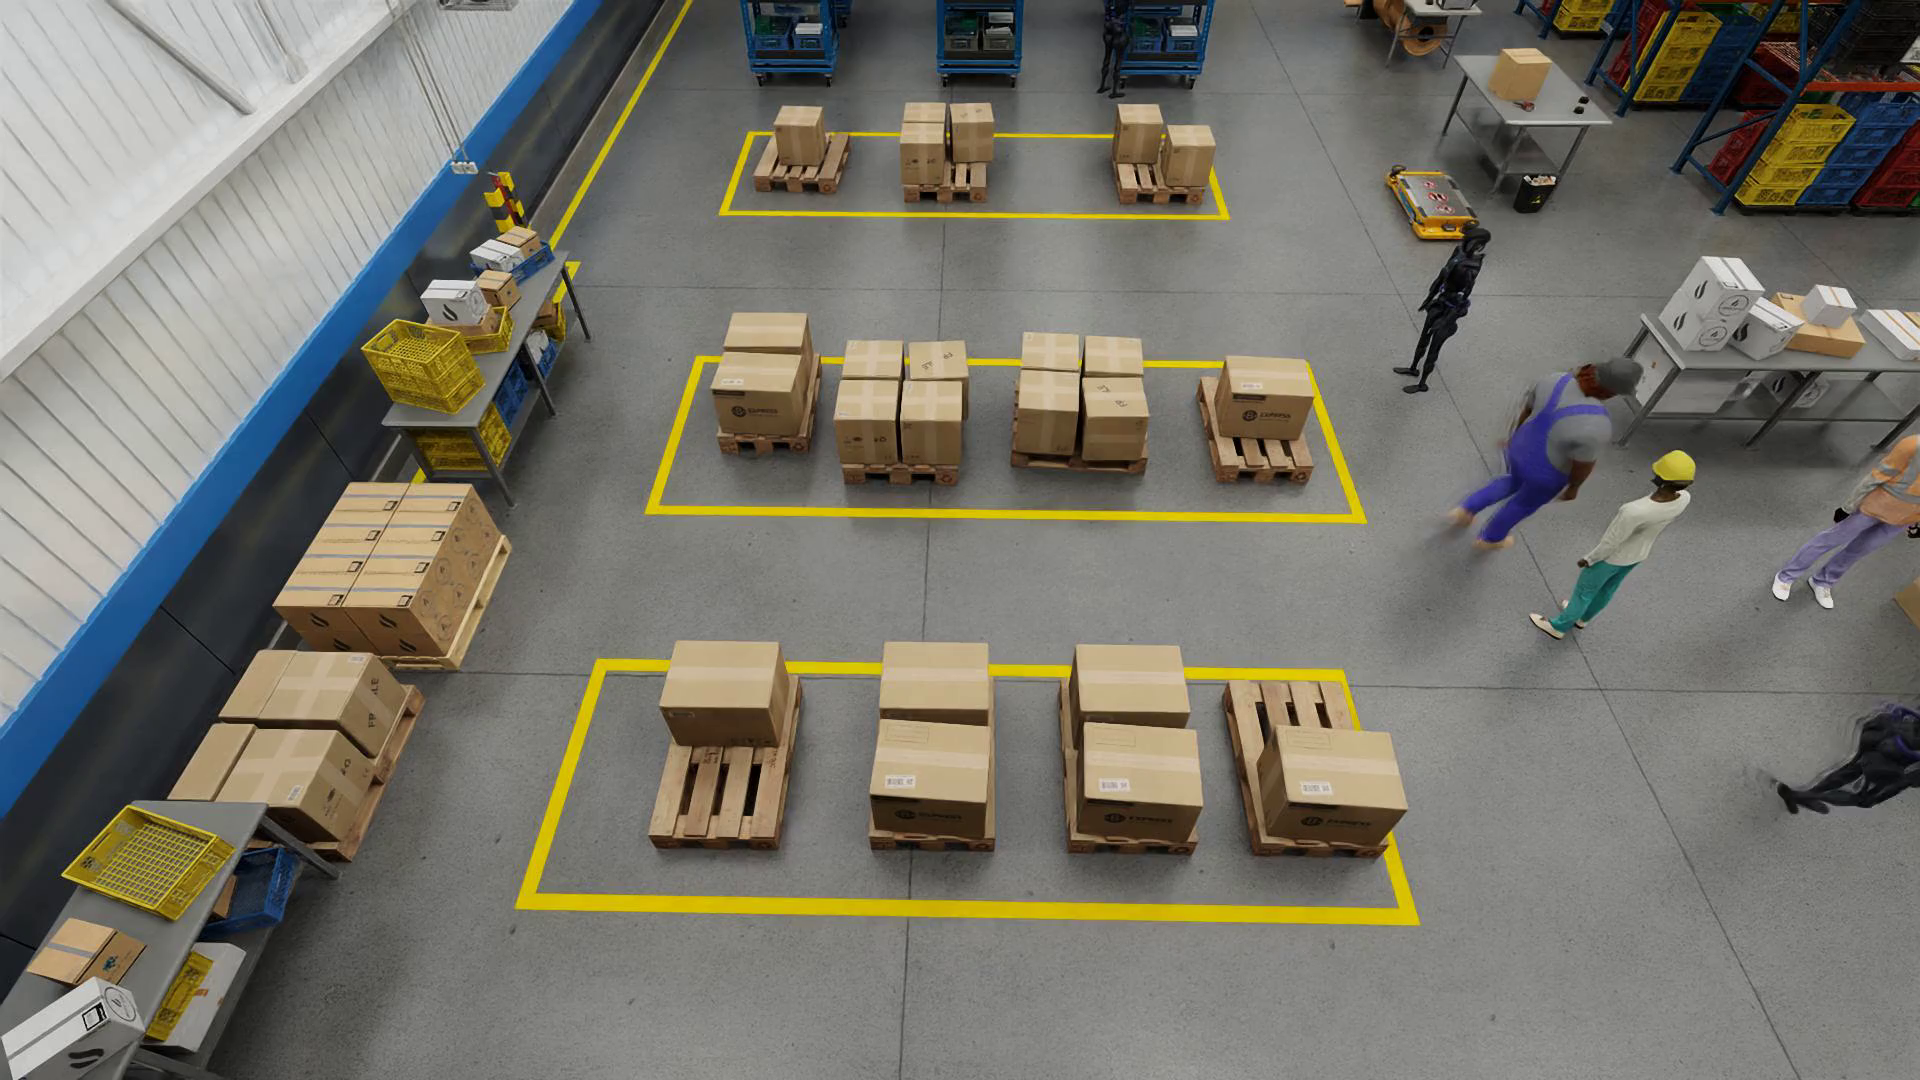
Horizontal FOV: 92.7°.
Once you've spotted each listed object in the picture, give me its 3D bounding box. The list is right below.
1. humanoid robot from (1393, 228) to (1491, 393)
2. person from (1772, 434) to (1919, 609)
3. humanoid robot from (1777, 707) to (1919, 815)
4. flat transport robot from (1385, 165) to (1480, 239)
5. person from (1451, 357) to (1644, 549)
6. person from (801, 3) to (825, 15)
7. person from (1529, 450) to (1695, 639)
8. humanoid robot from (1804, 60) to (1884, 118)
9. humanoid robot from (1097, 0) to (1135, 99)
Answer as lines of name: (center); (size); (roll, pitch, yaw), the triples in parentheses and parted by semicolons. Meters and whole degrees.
humanoid robot: (4.421, -2.098, 8.409); (0.326, 1.656, 0.591); (1, 49, 1)
person: (6.731, -0.215, 6.623); (0.586, 1.927, 0.367); (12, 50, 10)
humanoid robot: (5.675, 1.282, 5.501); (0.480, 1.636, 0.585); (22, 53, 18)
flat transport robot: (5.692, -4.094, 11.059); (0.652, 0.197, 1.431); (1, 49, 1)
person: (4.447, -0.614, 6.894); (0.541, 2.000, 0.705); (-5, 49, -5)
person: (-2.252, -8.217, 13.590); (0.423, 1.860, 0.622); (16, 51, 14)
person: (4.635, 0.068, 6.488); (0.525, 1.760, 0.334); (-15, 51, -13)
humanoid robot: (11.413, -5.935, 11.753); (0.619, 1.649, 0.376); (24, 53, 19)
humanoid robot: (2.190, -7.045, 12.690); (0.327, 1.657, 0.593); (-28, 55, -22)
